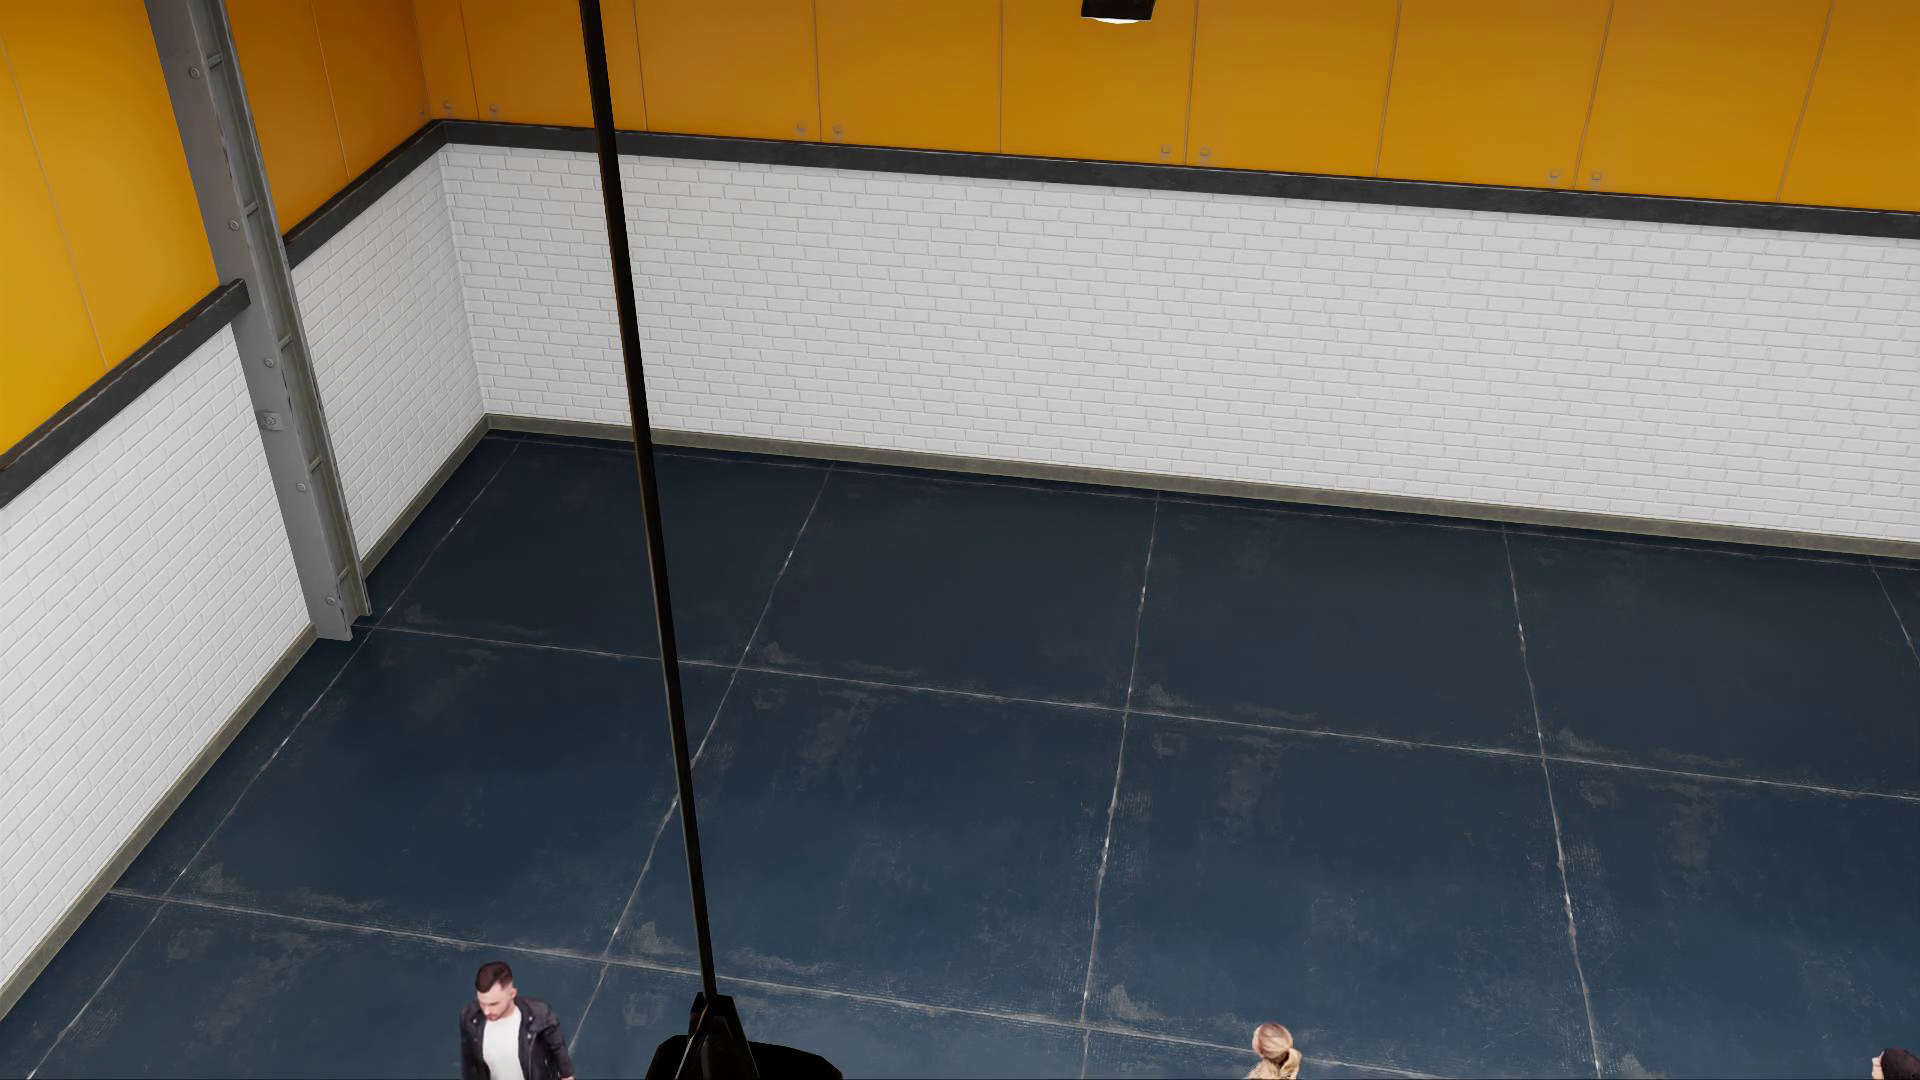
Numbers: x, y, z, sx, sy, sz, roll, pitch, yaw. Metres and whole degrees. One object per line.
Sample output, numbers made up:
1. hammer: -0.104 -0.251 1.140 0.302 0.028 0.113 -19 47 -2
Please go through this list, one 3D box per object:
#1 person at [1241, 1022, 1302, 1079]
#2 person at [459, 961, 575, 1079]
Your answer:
1. person: 1.537 3.036 8.216 0.944 1.686 0.960 28 43 36
2. person: -2.226 2.757 8.530 0.692 1.802 1.092 3 34 4
